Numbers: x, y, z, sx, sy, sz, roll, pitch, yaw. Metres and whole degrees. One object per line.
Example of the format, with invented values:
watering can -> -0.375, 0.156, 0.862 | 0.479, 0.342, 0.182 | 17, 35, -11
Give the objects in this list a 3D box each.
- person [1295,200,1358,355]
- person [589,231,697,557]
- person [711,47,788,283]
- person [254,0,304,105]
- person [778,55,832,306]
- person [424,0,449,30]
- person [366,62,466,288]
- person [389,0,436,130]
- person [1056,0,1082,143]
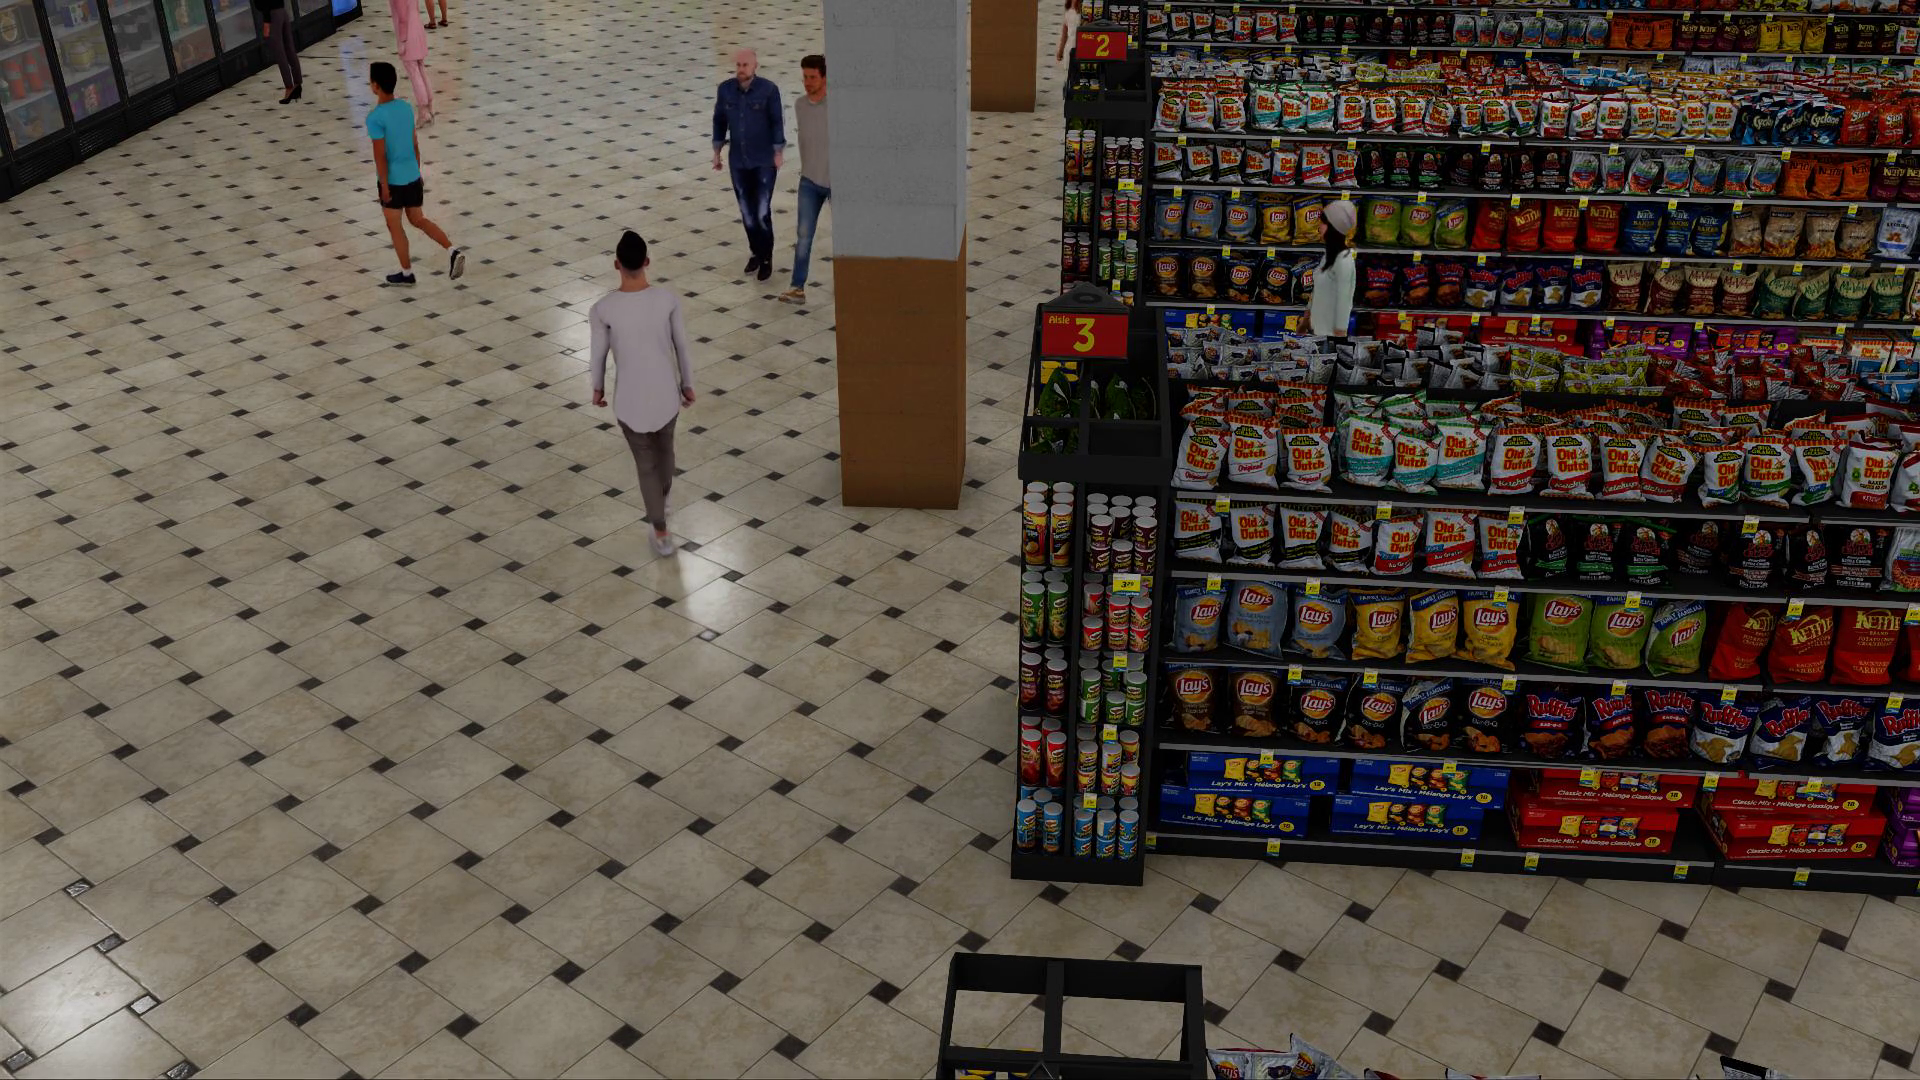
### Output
person -> 2.356, -1.285, 10.278 | 1.006, 1.611, 0.575 | 2, 29, 5
person -> -1.698, -0.761, 9.104 | 1.045, 1.815, 1.022 | -12, 31, -20
person -> -1.621, -3.012, 13.235 | 0.760, 1.808, 0.881 | 10, 30, 17
person -> -7.461, -5.636, 18.185 | 0.540, 1.670, 0.601 | 4, 29, 8
person -> -0.972, -2.751, 12.703 | 1.143, 1.859, 0.938 | 11, 30, 19
person -> -6.949, -7.501, 21.681 | 0.697, 1.592, 0.660 | 22, 35, 34
person -> -4.243, -2.764, 12.837 | 1.068, 1.754, 0.824 | 12, 31, 21
person -> -5.684, -5.193, 17.233 | 0.500, 1.804, 0.599 | 2, 29, 4
person -> 1.276, -4.827, 16.592 | 0.731, 1.776, 0.727 | -7, 30, -13
